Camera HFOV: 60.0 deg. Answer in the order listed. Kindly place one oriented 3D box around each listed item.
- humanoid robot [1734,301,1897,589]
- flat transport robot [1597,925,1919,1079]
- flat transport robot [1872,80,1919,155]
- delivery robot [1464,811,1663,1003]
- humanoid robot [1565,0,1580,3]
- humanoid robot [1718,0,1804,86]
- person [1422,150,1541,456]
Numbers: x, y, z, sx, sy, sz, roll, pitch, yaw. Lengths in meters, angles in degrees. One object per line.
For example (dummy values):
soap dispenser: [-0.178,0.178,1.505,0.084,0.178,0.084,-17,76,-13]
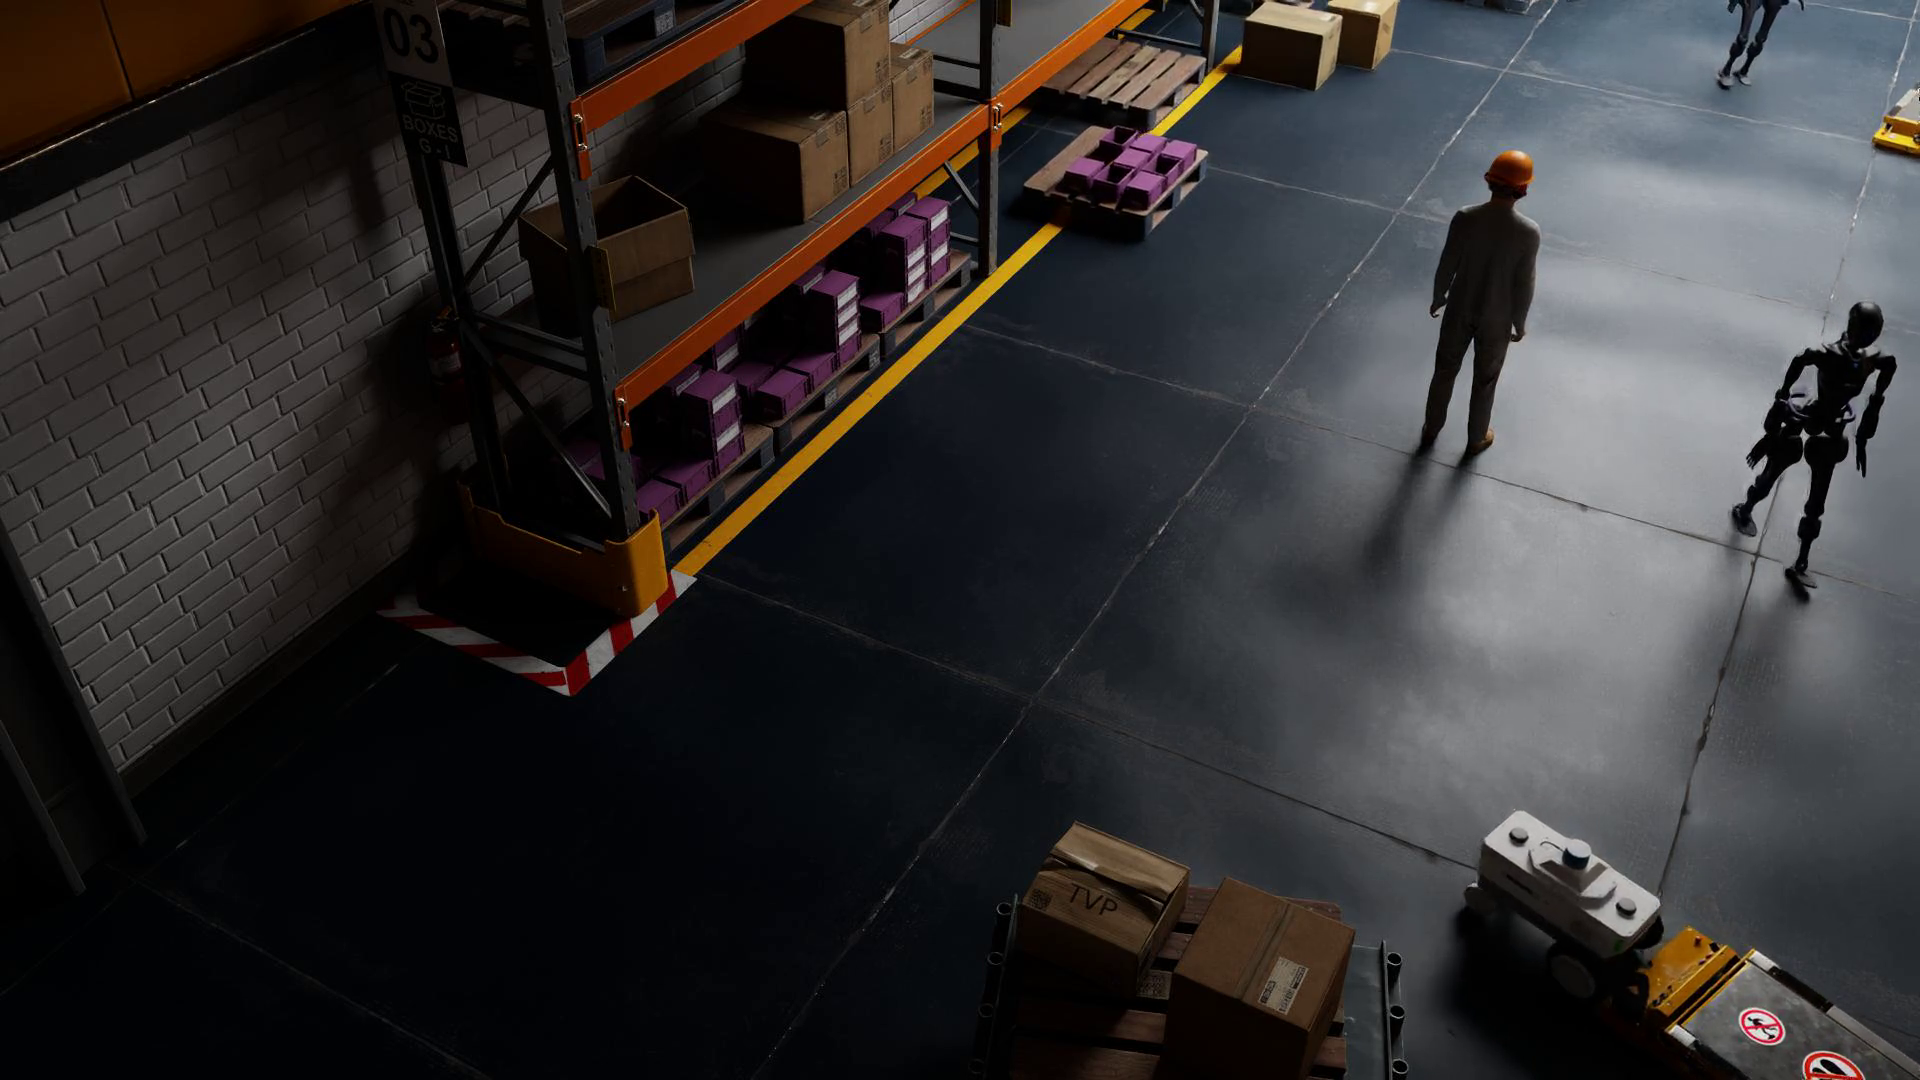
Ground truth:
humanoid robot: [4.538,-0.561,8.831,0.601,1.626,0.792,3,39,3]
flat transport robot: [3.331,2.129,6.558,0.659,0.231,1.431,-26,46,-29]
flat transport robot: [8.003,-3.447,13.529,0.659,0.231,1.431,28,46,30]
delivery robot: [2.582,1.519,7.088,0.499,0.589,0.782,-29,47,-31]
humanoid robot: [6.202,-5.927,15.486,1.011,1.778,0.530,-22,43,-25]
humanoid robot: [6.739,-4.591,13.828,0.600,1.657,0.378,1,39,1]
person: [3.004,-1.352,9.615,0.563,1.890,0.386,19,43,23]
